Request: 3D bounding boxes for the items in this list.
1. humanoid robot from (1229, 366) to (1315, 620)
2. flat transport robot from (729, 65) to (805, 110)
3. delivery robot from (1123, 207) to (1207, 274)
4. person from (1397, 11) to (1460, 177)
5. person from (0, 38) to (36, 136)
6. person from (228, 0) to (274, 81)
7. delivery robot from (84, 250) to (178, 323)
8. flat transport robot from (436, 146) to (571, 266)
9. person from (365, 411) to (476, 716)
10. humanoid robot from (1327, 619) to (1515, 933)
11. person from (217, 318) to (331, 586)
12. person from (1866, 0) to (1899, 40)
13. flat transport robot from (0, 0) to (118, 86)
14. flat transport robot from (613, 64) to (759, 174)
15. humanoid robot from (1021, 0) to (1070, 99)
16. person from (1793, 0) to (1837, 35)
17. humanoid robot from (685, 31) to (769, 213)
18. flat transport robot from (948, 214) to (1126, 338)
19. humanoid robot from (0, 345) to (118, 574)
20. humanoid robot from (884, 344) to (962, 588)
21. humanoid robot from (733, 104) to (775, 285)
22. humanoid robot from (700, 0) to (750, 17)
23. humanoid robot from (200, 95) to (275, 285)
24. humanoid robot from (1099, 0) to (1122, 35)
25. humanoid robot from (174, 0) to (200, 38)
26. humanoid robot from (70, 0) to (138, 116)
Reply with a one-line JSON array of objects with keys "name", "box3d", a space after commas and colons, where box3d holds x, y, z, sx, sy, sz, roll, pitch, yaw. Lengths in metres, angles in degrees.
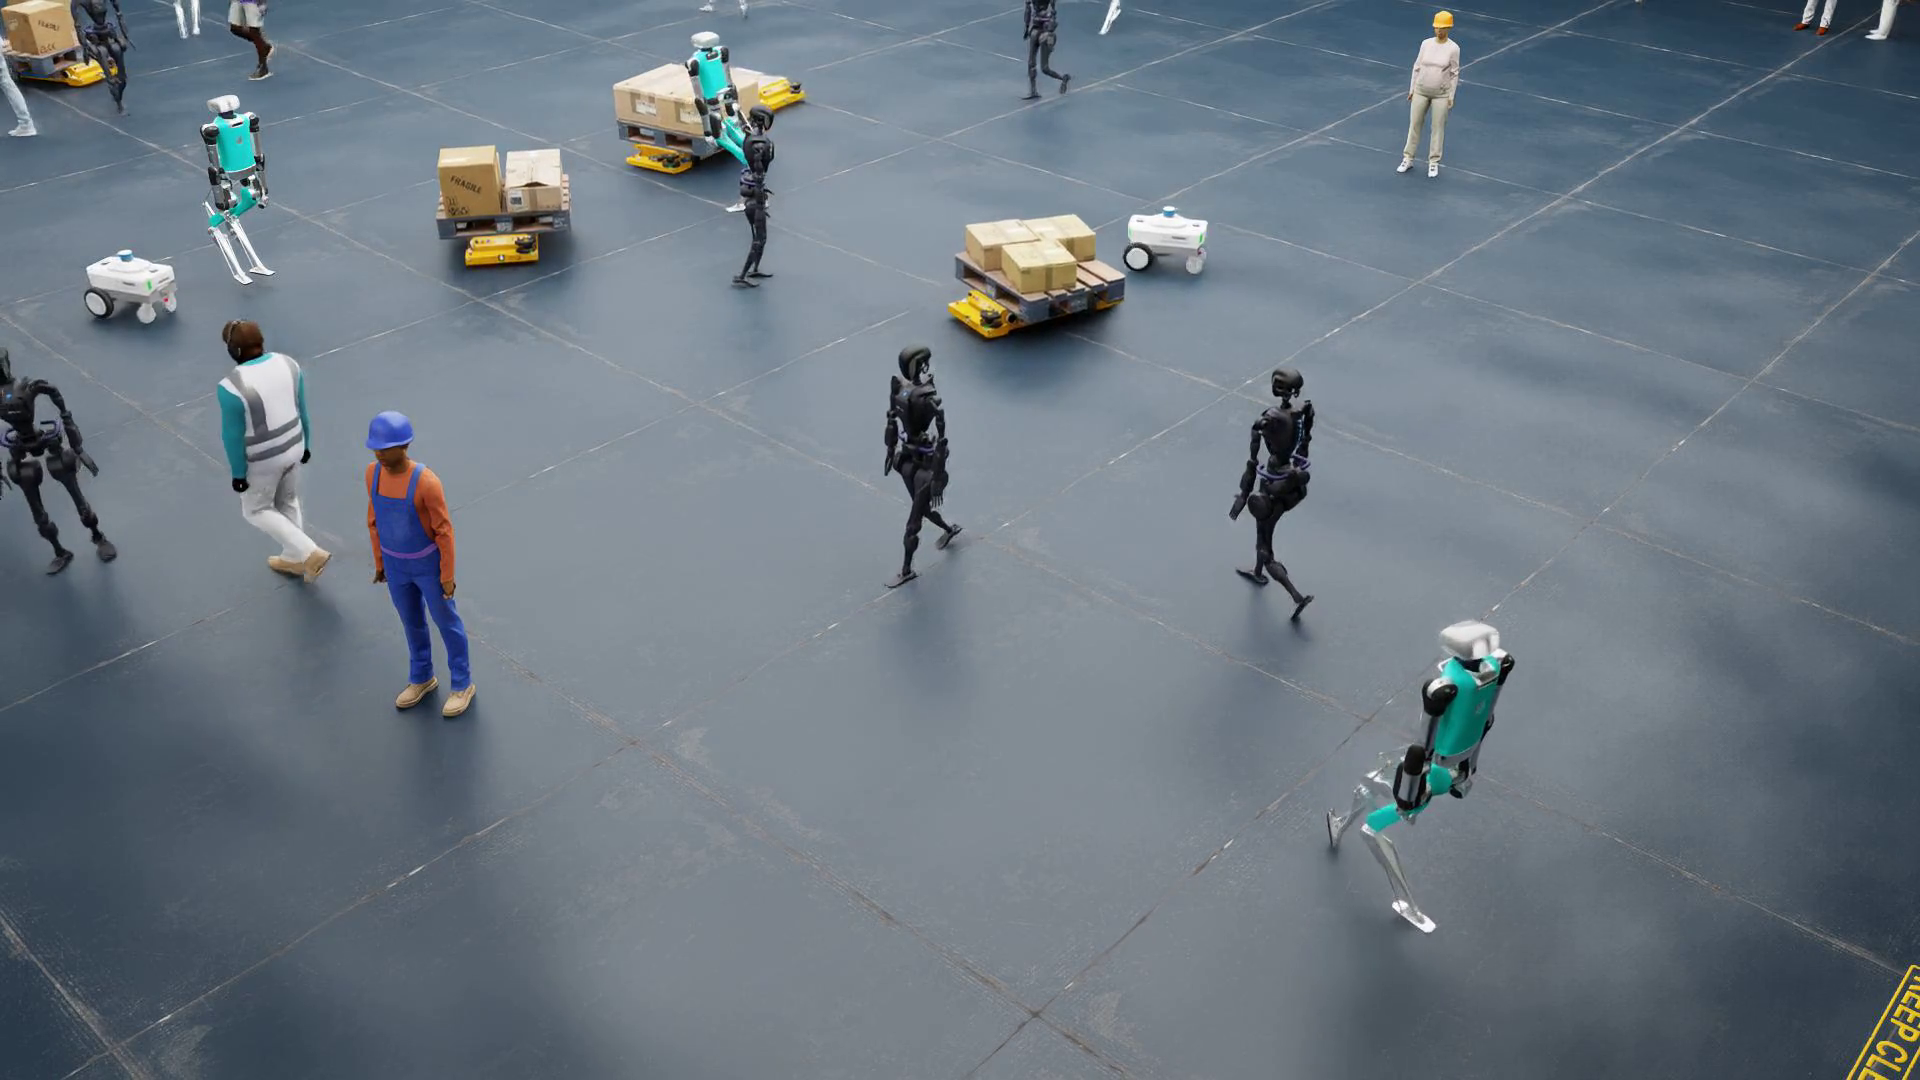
[{"name": "humanoid robot", "box3d": [2.029, -0.316, 10.372, 0.588, 1.642, 0.741, -23, 38, -32]}, {"name": "flat transport robot", "box3d": [-2.614, -5.407, 19.861, 1.431, 0.231, 0.659, 20, 37, 29]}, {"name": "delivery robot", "box3d": [1.882, -2.775, 15.368, 0.796, 0.613, 0.499, 7, 33, 11]}, {"name": "person", "box3d": [4.903, -4.627, 17.249, 0.474, 1.698, 0.314, 16, 35, 24]}, {"name": "person", "box3d": [-10.825, -5.357, 18.268, 0.951, 1.850, 0.603, 2, 32, 4]}, {"name": "person", "box3d": [-8.631, -6.586, 20.171, 0.633, 1.944, 0.491, 14, 34, 21]}, {"name": "delivery robot", "box3d": [-7.225, -2.220, 14.474, 0.783, 0.612, 0.520, 10, 33, 16]}, {"name": "flat transport robot", "box3d": [-4.343, -3.008, 15.998, 0.659, 0.231, 1.431, -6, 32, -10]}, {"name": "person", "box3d": [-3.075, 0.133, 9.385, 0.515, 1.912, 0.363, 9, 33, 14]}, {"name": "humanoid robot", "box3d": [2.103, 1.019, 8.138, 0.544, 1.773, 0.931, -21, 37, -30]}, {"name": "person", "box3d": [-4.332, -0.528, 10.536, 0.557, 1.820, 0.634, 12, 34, 18]}, {"name": "person", "box3d": [12.247, -7.398, 21.768, 0.309, 1.636, 0.522, 21, 37, 29]}, {"name": "flat transport robot", "box3d": [-11.217, -5.859, 20.589, 1.431, 0.231, 0.659, 10, 33, 15]}, {"name": "flat transport robot", "box3d": [-2.912, -4.312, 18.098, 0.659, 0.231, 1.431, 18, 36, 26]}, {"name": "humanoid robot", "box3d": [1.011, -6.012, 19.504, 0.572, 1.638, 0.608, -19, 36, -27]}, {"name": "person", "box3d": [11.503, -7.630, 21.962, 0.367, 1.833, 0.503, -24, 39, -33]}, {"name": "humanoid robot", "box3d": [-2.175, -4.025, 16.244, 0.807, 1.775, 0.635, 21, 37, 30]}, {"name": "flat transport robot", "box3d": [0.668, -2.114, 14.557, 1.431, 0.231, 0.659, -18, 36, -27]}, {"name": "humanoid robot", "box3d": [-5.919, -0.550, 10.709, 0.612, 1.636, 0.417, -13, 34, -20]}, {"name": "humanoid robot", "box3d": [-0.223, -0.531, 10.713, 0.741, 1.641, 0.591, -25, 40, -34]}, {"name": "humanoid robot", "box3d": [-1.828, -3.084, 14.797, 0.440, 1.636, 0.611, -3, 32, -4]}, {"name": "humanoid robot", "box3d": [-3.246, -8.044, 22.732, 0.965, 1.774, 0.555, 9, 33, 14]}, {"name": "humanoid robot", "box3d": [-6.452, -3.115, 14.651, 0.735, 1.677, 0.533, 19, 37, 28]}, {"name": "humanoid robot", "box3d": [2.077, -7.715, 22.239, 0.545, 1.772, 1.004, 14, 35, 21]}, {"name": "humanoid robot", "box3d": [-10.182, -7.438, 21.798, 0.550, 1.835, 0.755, -8, 33, -13]}, {"name": "humanoid robot", "box3d": [-9.813, -5.733, 19.090, 0.611, 1.649, 0.509, -23, 39, -32]}]
